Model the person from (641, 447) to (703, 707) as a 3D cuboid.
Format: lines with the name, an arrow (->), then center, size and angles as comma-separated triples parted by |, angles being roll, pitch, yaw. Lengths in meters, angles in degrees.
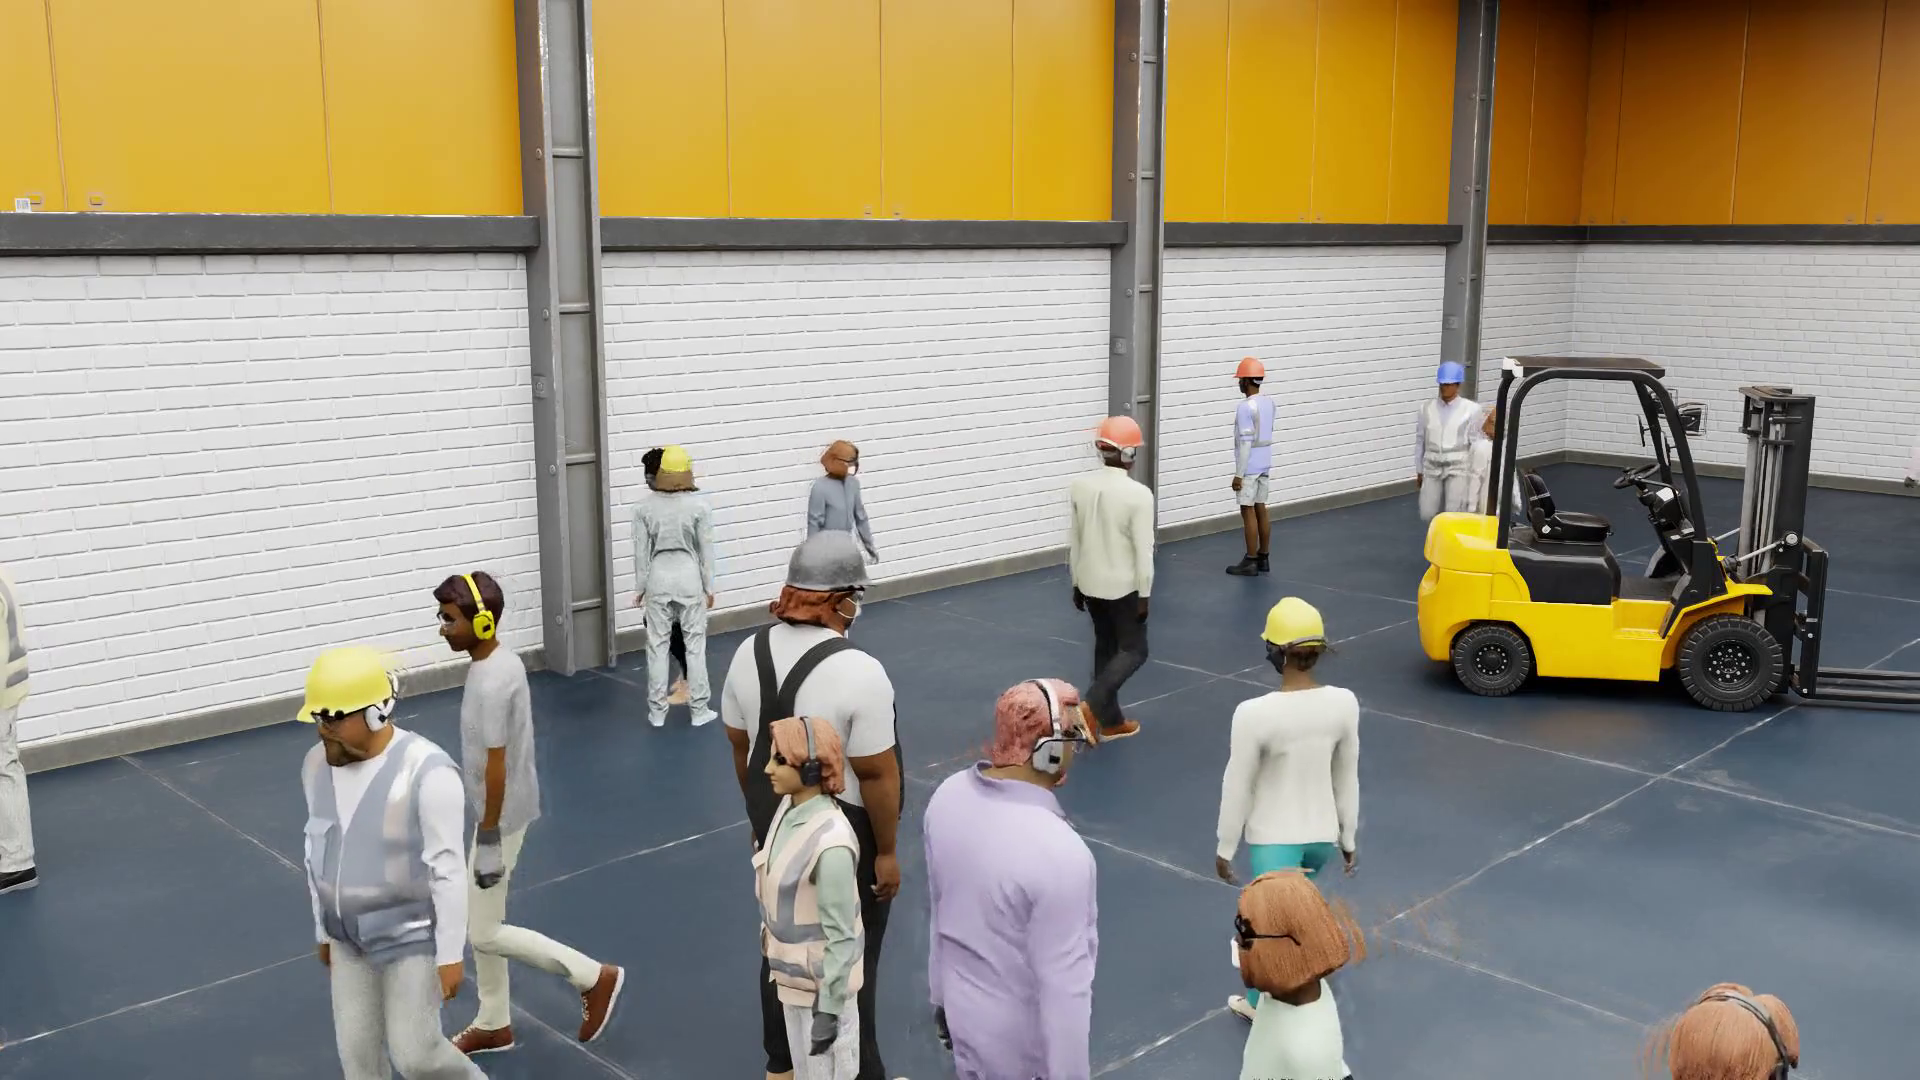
person -> -1.835, 0.240, 10.614 | 0.361, 1.672, 0.539 | -5, 11, -24

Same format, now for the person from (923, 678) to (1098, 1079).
person -> 0.100, 1.287, 4.374 | 0.674, 1.884, 0.655 | -6, 12, -30

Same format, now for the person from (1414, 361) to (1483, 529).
person -> 4.302, -0.615, 14.616 | 0.615, 1.932, 0.572 | 8, 13, 36

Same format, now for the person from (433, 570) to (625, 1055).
person -> -1.608, 1.004, 6.006 | 0.608, 1.847, 0.531 | -3, 11, -18

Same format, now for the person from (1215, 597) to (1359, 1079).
person -> 1.211, 1.069, 5.963 | 0.530, 1.732, 0.873 | -5, 11, -24

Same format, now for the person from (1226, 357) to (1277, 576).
person -> 2.565, -0.648, 14.761 | 0.376, 1.935, 0.550 | 8, 13, 37

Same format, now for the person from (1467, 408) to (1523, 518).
person -> 4.465, -0.314, 13.884 | 0.516, 1.583, 0.852 | -10, 14, -42

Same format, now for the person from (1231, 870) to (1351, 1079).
person -> 0.688, 1.524, 3.851 | 0.860, 1.581, 0.528 | 1, 10, 8

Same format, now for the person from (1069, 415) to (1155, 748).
person -> 0.852, 0.264, 9.697 | 0.674, 1.978, 0.625 | -10, 15, -44

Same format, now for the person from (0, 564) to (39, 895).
person -> -4.484, 0.715, 7.623 | 0.404, 1.827, 0.601 | -6, 12, -29

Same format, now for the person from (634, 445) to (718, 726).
person -> -1.752, 0.286, 10.235 | 0.515, 1.736, 0.330 | 0, 10, 0

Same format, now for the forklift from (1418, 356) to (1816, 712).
forklift -> 4.276, -0.101, 11.076 | 2.313, 2.155, 1.214 | 2, 11, 13

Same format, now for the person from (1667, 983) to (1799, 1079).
person -> 1.420, 1.634, 3.258 | 0.889, 1.596, 0.513 | -10, 15, -44

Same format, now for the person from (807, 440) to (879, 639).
person -> -0.806, 0.099, 11.560 | 0.626, 1.607, 0.552 | 5, 12, 26

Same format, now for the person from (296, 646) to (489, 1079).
person -> -1.742, 1.180, 5.145 | 0.616, 1.809, 0.550 | 4, 11, 22

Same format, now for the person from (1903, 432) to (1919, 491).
person -> 8.631, -0.582, 14.561 | 0.670, 1.869, 0.880 | -1, 10, -3

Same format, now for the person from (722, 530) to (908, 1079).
person -> -0.436, 0.961, 5.705 | 0.690, 2.000, 0.538 | 8, 13, 37

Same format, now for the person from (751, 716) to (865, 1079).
person -> -0.436, 1.307, 4.906 | 0.312, 1.642, 0.512 | -4, 11, -21
